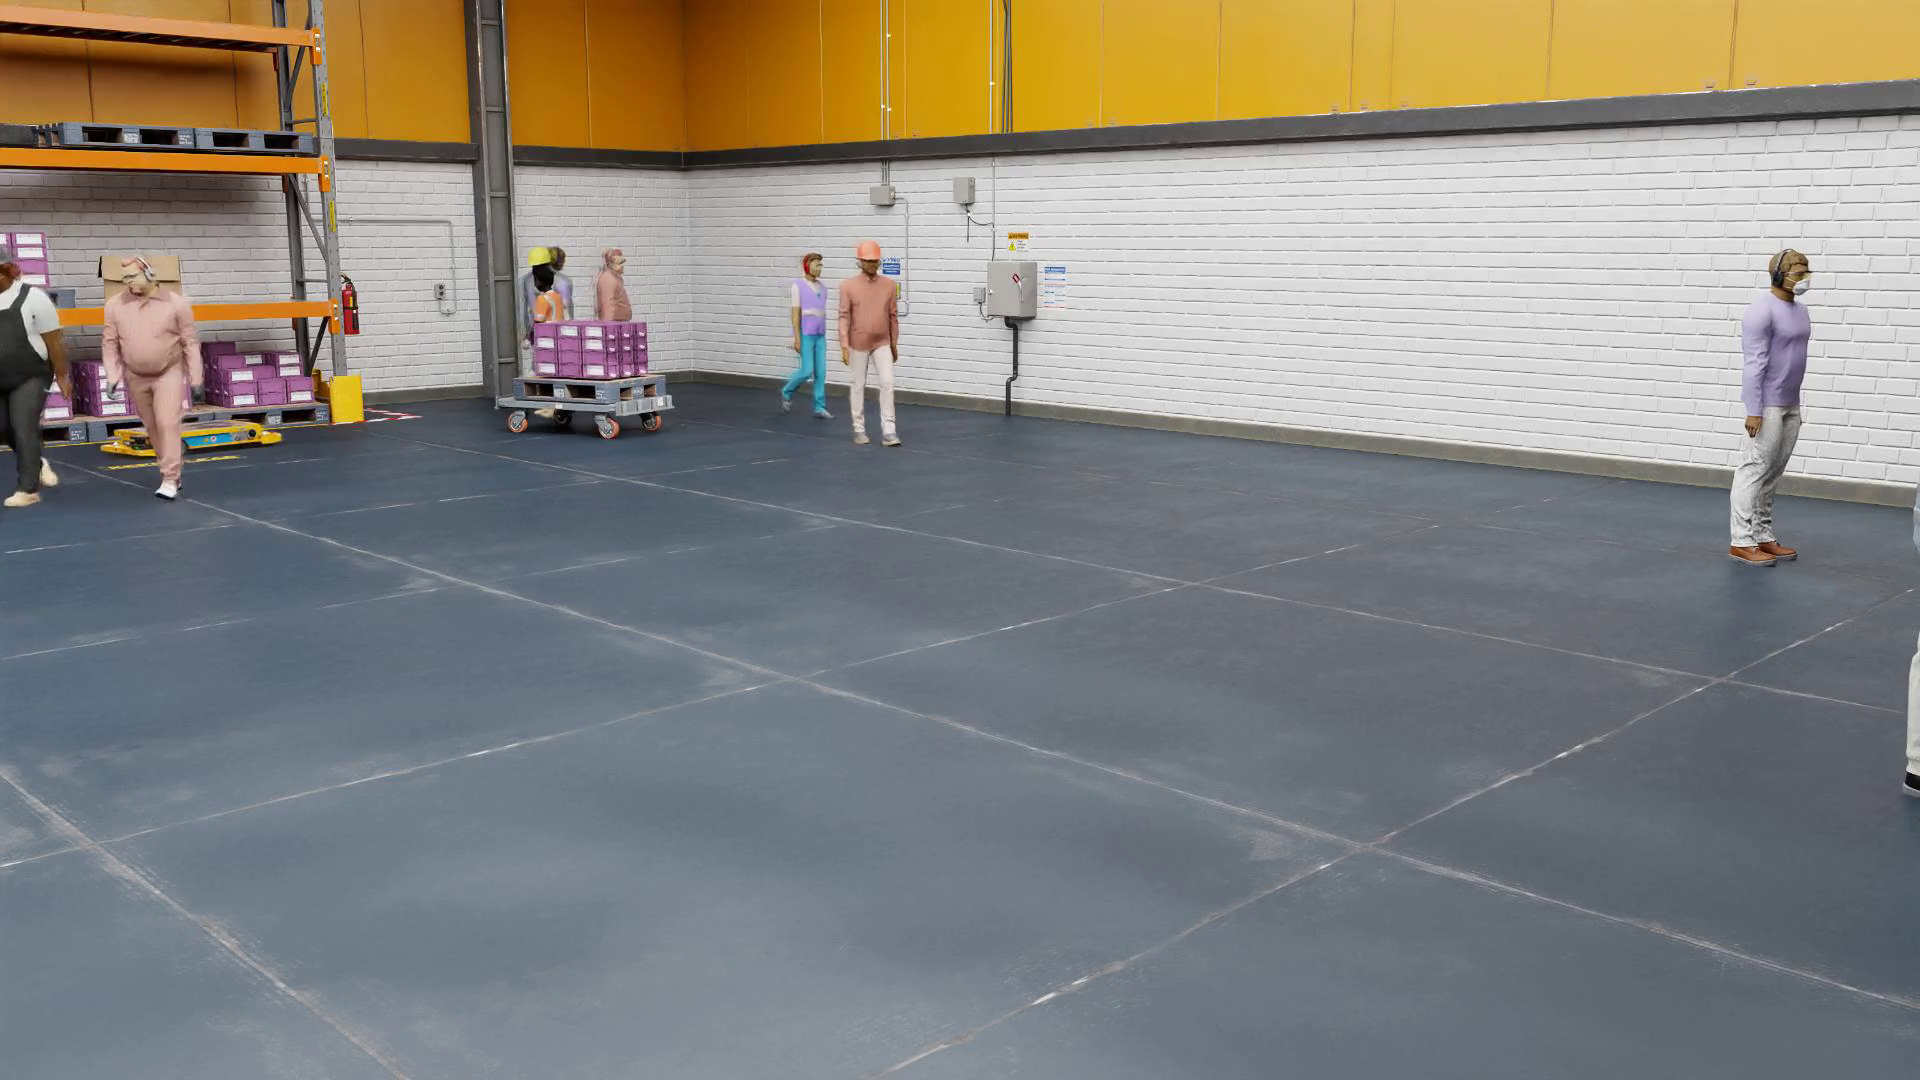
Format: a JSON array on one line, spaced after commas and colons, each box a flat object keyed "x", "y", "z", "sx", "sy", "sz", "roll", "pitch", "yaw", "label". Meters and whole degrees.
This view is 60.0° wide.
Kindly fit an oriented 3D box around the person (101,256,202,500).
[{"x": -6.195, "y": -1.223, "z": 12.724, "sx": 0.658, "sy": 1.851, "sz": 0.988, "roll": -1, "pitch": 10, "yaw": -7, "label": "person"}]

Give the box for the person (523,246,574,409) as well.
[{"x": -4.698, "y": -2.380, "z": 18.906, "sx": 0.660, "sy": 1.900, "sz": 0.553, "roll": 4, "pitch": 11, "yaw": 21, "label": "person"}]

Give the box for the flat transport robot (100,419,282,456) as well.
[{"x": -7.240, "y": -0.975, "z": 15.690, "sx": 0.652, "sy": 0.197, "sz": 1.431, "roll": 7, "pitch": 13, "yaw": 34, "label": "flat transport robot"}]

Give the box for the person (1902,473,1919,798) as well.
[{"x": 3.638, "y": 0.036, "z": 5.944, "sx": 0.403, "sy": 1.822, "sz": 0.587, "roll": 10, "pitch": 14, "yaw": 43, "label": "person"}]

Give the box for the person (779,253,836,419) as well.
[{"x": -1.676, "y": -2.245, "z": 18.343, "sx": 0.602, "sy": 1.833, "sz": 0.579, "roll": 7, "pitch": 13, "yaw": 35, "label": "person"}]

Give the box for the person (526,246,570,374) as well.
[{"x": -4.611, "y": -2.346, "z": 18.716, "sx": 0.610, "sy": 1.899, "sz": 0.588, "roll": 7, "pitch": 12, "yaw": 33, "label": "person"}]

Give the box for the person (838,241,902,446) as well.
[{"x": -0.844, "y": -1.867, "z": 15.938, "sx": 0.653, "sy": 1.956, "sz": 0.872, "roll": -4, "pitch": 11, "yaw": -21, "label": "person"}]

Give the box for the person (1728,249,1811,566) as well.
[{"x": 5.026, "y": -0.817, "z": 10.279, "sx": 0.638, "sy": 1.938, "sz": 0.357, "roll": -9, "pitch": 14, "yaw": -40, "label": "person"}]

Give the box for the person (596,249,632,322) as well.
[{"x": -3.888, "y": -2.410, "z": 19.180, "sx": 0.804, "sy": 1.858, "sz": 0.636, "roll": -4, "pitch": 11, "yaw": -20, "label": "person"}]

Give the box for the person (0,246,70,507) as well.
[{"x": -7.188, "y": -1.311, "z": 12.691, "sx": 0.713, "sy": 2.000, "sz": 0.872, "roll": 0, "pitch": 10, "yaw": -1, "label": "person"}]

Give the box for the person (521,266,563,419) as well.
[{"x": -4.596, "y": -2.171, "z": 18.361, "sx": 0.447, "sy": 1.677, "sz": 0.554, "roll": 0, "pitch": 10, "yaw": 1, "label": "person"}]
